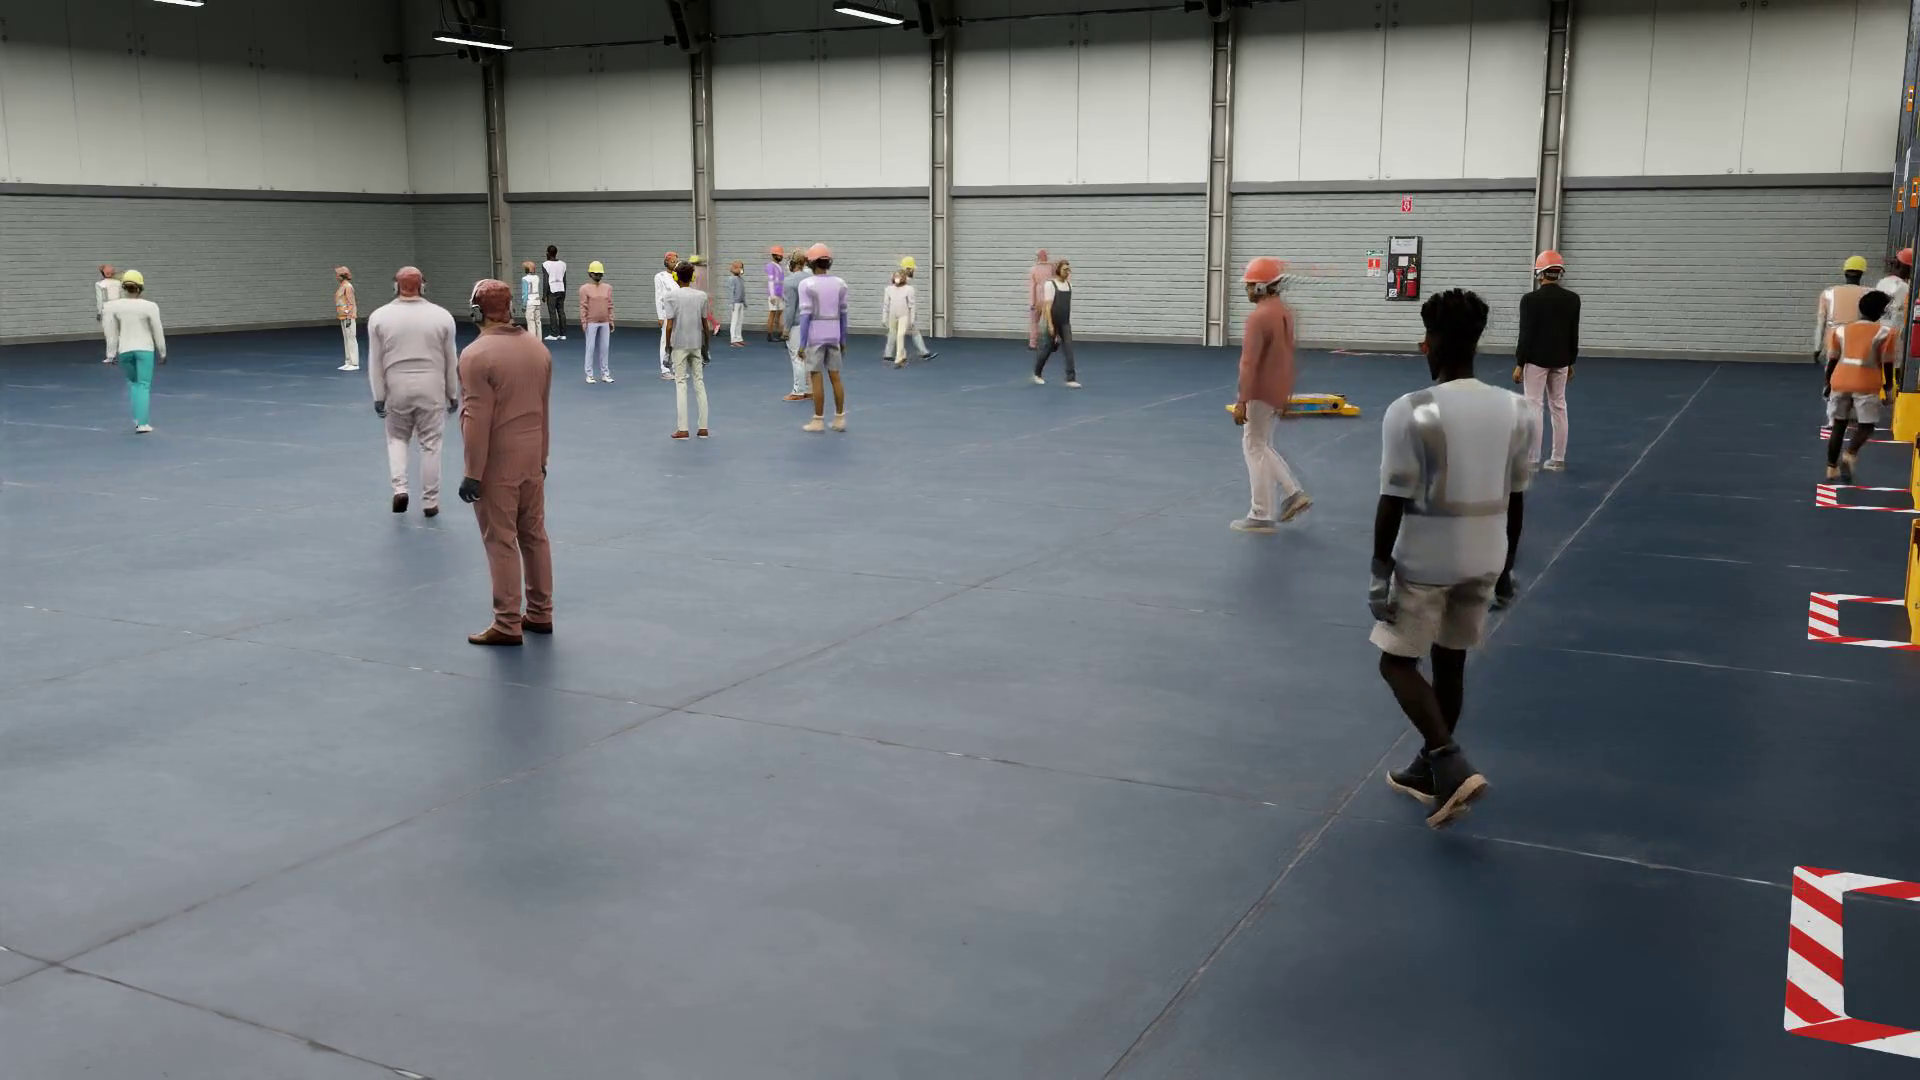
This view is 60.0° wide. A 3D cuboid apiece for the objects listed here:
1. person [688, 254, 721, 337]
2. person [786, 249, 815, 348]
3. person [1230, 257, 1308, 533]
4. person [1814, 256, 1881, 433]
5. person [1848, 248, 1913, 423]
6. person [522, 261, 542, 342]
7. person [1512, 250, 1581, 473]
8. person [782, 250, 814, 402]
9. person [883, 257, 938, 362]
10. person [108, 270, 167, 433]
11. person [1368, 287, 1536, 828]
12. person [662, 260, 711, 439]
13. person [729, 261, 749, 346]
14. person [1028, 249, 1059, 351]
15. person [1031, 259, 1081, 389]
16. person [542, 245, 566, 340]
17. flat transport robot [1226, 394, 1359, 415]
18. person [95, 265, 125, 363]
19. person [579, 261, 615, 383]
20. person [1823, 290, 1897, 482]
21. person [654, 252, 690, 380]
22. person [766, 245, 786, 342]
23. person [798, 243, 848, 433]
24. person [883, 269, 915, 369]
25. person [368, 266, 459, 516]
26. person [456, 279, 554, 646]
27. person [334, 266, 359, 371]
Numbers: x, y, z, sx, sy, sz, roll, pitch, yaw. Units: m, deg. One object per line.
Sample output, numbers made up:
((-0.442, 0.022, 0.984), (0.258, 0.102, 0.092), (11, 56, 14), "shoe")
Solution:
((-5.438, -5.114, 34.846), (0.796, 1.738, 0.533), (4, 11, 22), "person")
((-2.831, -4.504, 31.146), (1.008, 1.880, 0.566), (3, 11, 14), "person")
((2.181, -1.030, 11.935), (0.455, 1.980, 0.619), (6, 12, 30), "person")
((9.654, -2.119, 18.065), (0.602, 1.898, 0.772), (8, 13, 37), "person")
((10.580, -2.293, 18.799), (1.064, 1.965, 0.640), (-1, 10, -6), "person")
((-8.057, -4.411, 31.271), (0.308, 1.645, 0.514), (3, 11, 17), "person")
((5.269, -1.602, 14.995), (0.621, 1.992, 0.397), (-3, 11, -15), "person")
((-2.075, -2.737, 21.336), (0.372, 1.940, 0.631), (5, 12, 26), "person")
((-0.873, -3.855, 27.914), (0.920, 1.767, 0.583), (2, 11, 8), "person")
((-8.911, -2.055, 18.112), (0.548, 1.744, 0.653), (-1, 10, -3), "person")
((1.764, 0.070, 5.995), (0.625, 1.948, 0.739), (-3, 11, -17), "person")
((-2.868, -1.987, 17.440), (0.530, 1.869, 0.311), (-7, 12, -32), "person")
((-4.278, -4.549, 32.067), (0.280, 1.628, 0.496), (4, 11, 20), "person")
((1.551, -4.421, 30.697), (0.637, 1.873, 0.926), (-3, 11, -18), "person")
((1.342, -3.045, 23.396), (0.517, 1.813, 0.906), (-7, 12, -33), "person")
((-8.297, -5.061, 34.054), (0.386, 1.921, 0.595), (7, 13, 34), "person")
((3.942, -1.611, 19.746), (1.431, 0.197, 0.652), (-1, 10, -7), "flat transport robot")
((-14.234, -3.791, 27.901), (0.306, 1.640, 0.522), (6, 12, 28), "person")
((-5.235, -3.142, 24.044), (0.518, 1.756, 0.343), (-9, 14, -40), "person")
((7.613, -1.295, 14.184), (0.567, 1.666, 0.562), (-8, 13, -37), "person")
((-4.266, -3.320, 24.666), (0.355, 1.883, 0.575), (7, 13, 35), "person")
((-3.657, -4.930, 33.306), (0.373, 1.936, 0.552), (3, 11, 18), "person")
((-1.501, -2.178, 18.004), (0.615, 2.041, 0.390), (-8, 13, -38), "person")
((-0.965, -3.572, 26.800), (0.503, 1.605, 0.801), (4, 11, 20), "person")
((-4.137, -1.120, 12.650), (0.641, 1.893, 0.448), (-3, 11, -15), "person")
((-2.401, -0.401, 8.701), (0.402, 1.901, 0.651), (4, 11, 22), "person")
((-9.686, -3.492, 26.269), (0.309, 1.640, 0.512), (-7, 12, -32), "person")
